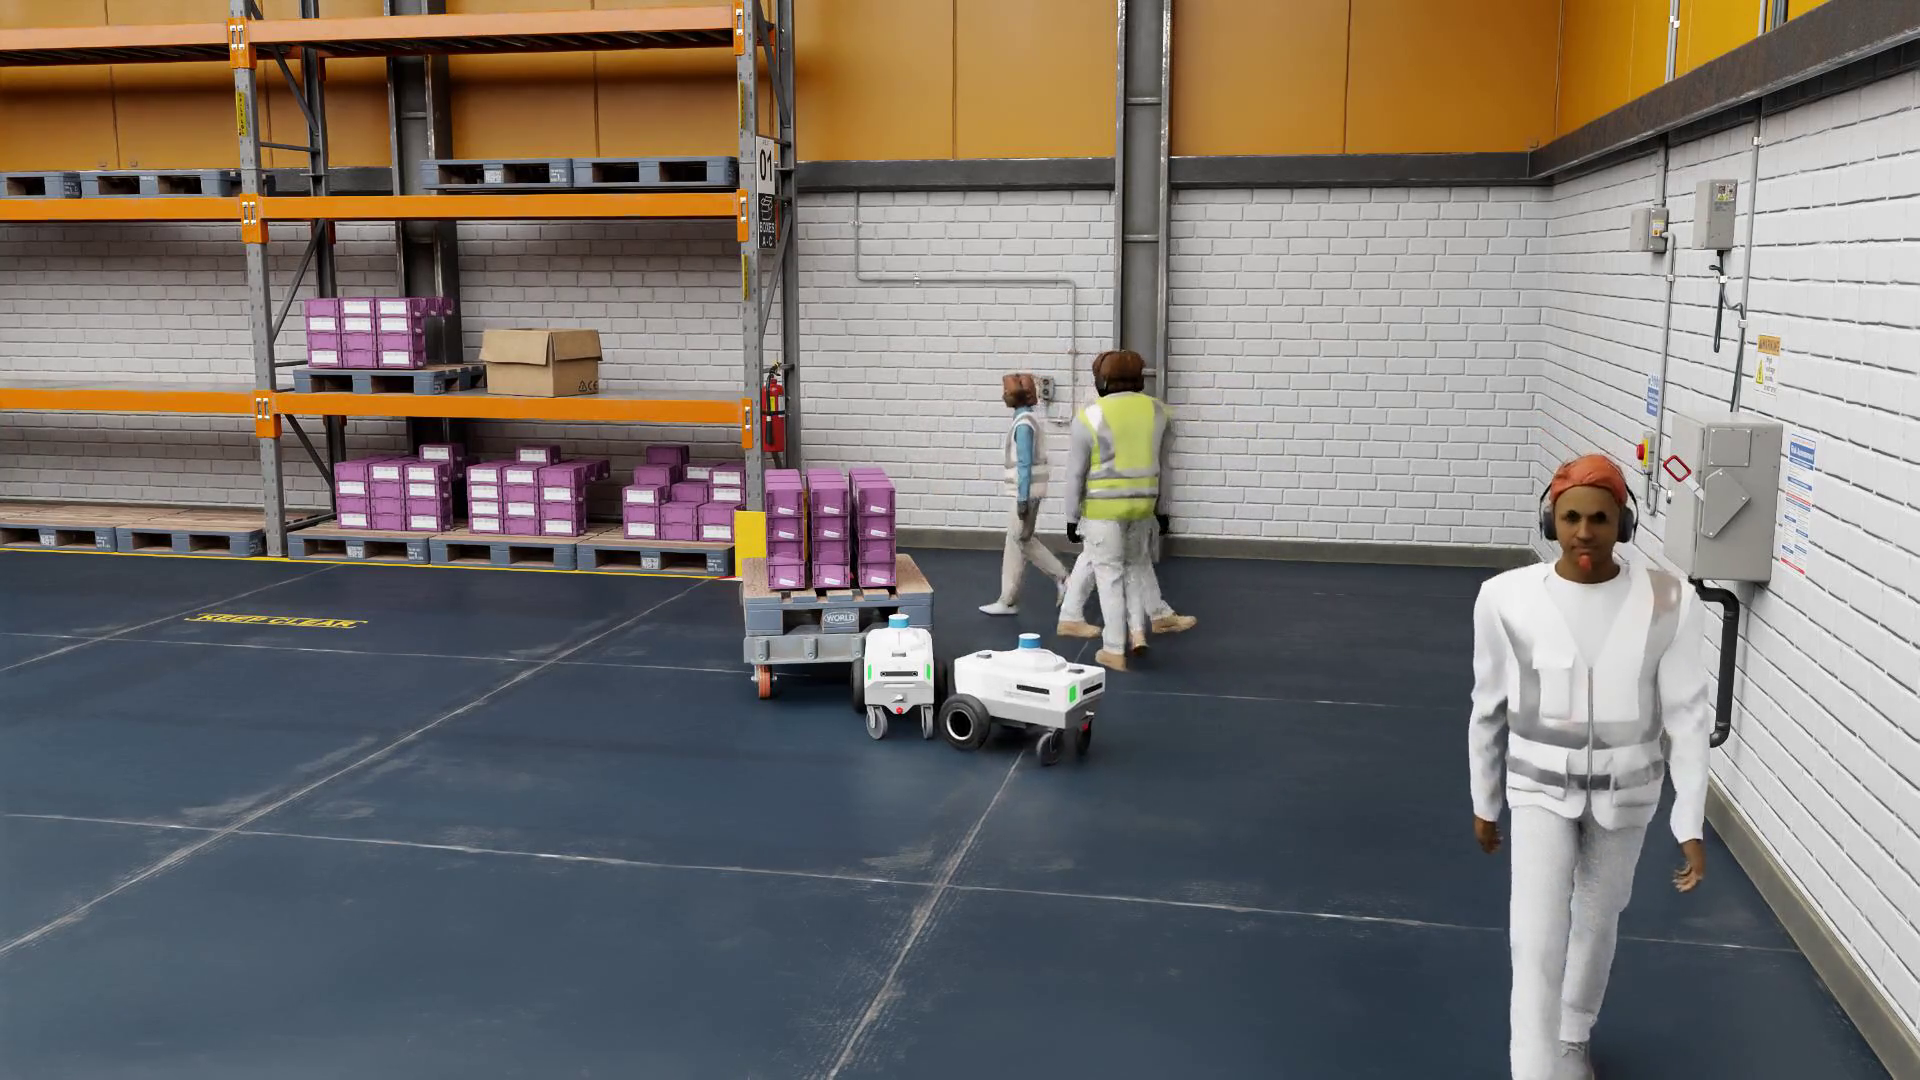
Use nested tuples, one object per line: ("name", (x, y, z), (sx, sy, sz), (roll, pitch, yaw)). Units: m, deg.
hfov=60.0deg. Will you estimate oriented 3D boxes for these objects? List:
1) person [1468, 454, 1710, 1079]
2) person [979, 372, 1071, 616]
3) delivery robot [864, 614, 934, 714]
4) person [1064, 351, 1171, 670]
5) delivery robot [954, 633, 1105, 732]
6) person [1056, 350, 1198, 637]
("person", (1.626, 0.695, 4.351), (0.578, 1.832, 0.989), (2, 10, 14))
("person", (0.454, -0.295, 10.921), (0.569, 1.618, 0.543), (1, 9, 4))
("delivery robot", (-0.307, 0.618, 8.367), (0.477, 0.478, 0.707), (0, 9, -2))
("person", (0.890, -0.162, 9.519), (0.651, 1.828, 0.449), (-5, 10, -26))
("delivery robot", (0.332, 0.690, 7.937), (0.707, 0.478, 0.477), (6, 11, 34))
("person", (1.015, -0.272, 10.301), (0.886, 1.796, 0.640), (1, 10, 8))
